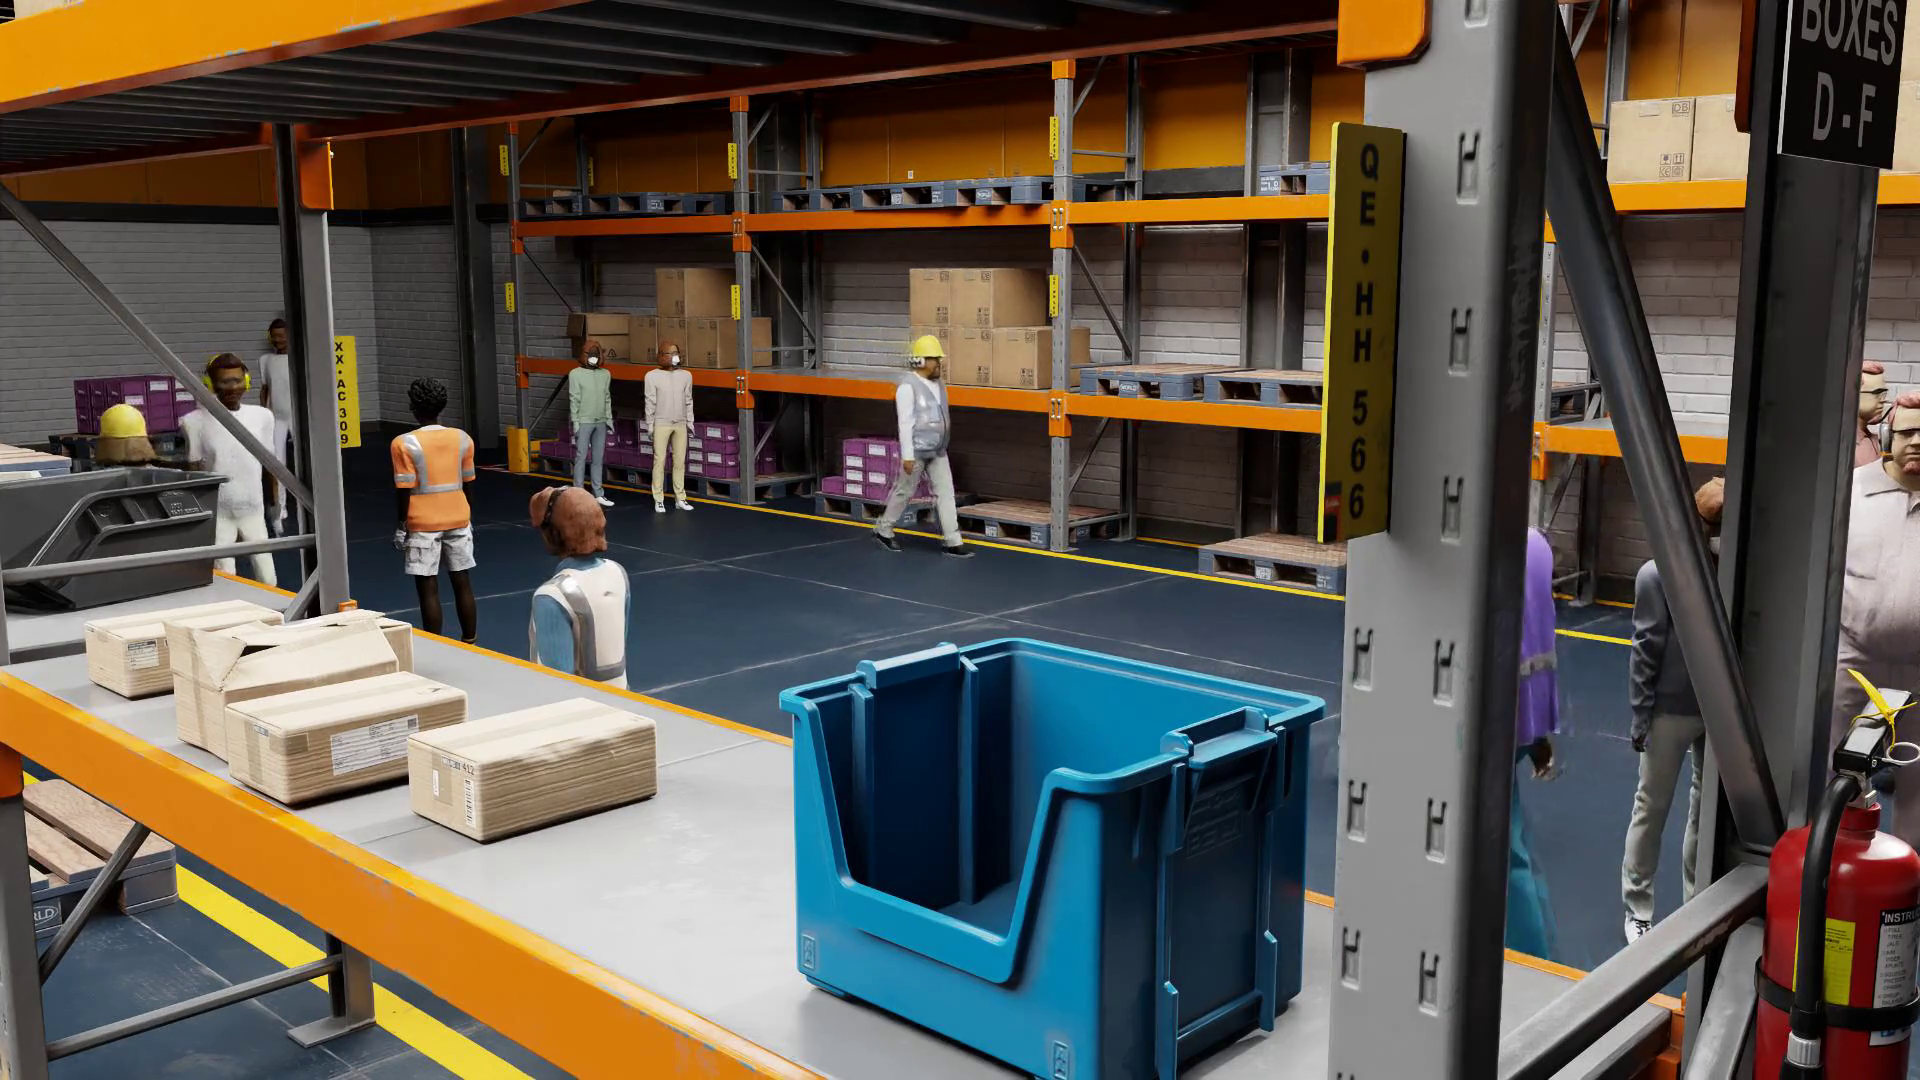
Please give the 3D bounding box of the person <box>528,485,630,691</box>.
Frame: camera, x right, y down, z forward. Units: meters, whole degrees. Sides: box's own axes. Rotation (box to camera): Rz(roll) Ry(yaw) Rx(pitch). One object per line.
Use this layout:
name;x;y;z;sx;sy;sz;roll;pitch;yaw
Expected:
person;-1.204;0.637;5.340;0.311;1.636;0.521;2;10;14

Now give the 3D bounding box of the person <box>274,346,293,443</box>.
person;-8.802;-2.246;22.134;0.593;1.924;0.380;-6;11;-32

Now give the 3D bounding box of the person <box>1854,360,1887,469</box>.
person;4.019;0.139;7.573;0.410;1.908;0.643;7;12;37

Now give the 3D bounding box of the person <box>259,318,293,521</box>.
person;-6.191;-1.105;15.325;0.532;1.866;0.316;-1;9;-6

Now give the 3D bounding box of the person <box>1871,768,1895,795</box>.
person;4.303;0.243;7.031;0.868;1.873;0.548;2;9;11

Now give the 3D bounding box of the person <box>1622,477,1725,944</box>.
person;2.493;0.596;5.602;0.501;1.632;0.290;-1;9;-4

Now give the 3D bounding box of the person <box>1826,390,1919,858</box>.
person;3.228;0.435;5.750;0.636;1.911;0.404;4;10;25

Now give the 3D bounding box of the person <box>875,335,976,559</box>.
person;-0.318;-0.754;13.411;0.930;1.795;0.602;7;12;36

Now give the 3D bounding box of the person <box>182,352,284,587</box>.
person;-4.116;-0.131;9.410;0.530;1.854;0.437;-6;11;-35

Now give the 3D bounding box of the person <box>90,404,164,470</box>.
person;-3.804;0.226;7.685;0.511;1.694;0.904;-9;13;-44

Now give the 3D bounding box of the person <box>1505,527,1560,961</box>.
person;1.503;0.581;5.161;0.926;1.799;0.598;9;13;43

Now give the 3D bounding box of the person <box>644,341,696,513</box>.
person;-2.763;-1.081;15.876;0.507;1.636;0.273;-7;11;-35

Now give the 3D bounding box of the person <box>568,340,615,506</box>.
person;-3.569;-1.122;16.138;0.283;1.633;0.498;7;12;38

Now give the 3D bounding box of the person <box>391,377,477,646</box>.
person;-3.021;-0.084;9.575;0.320;1.695;0.538;7;12;38
